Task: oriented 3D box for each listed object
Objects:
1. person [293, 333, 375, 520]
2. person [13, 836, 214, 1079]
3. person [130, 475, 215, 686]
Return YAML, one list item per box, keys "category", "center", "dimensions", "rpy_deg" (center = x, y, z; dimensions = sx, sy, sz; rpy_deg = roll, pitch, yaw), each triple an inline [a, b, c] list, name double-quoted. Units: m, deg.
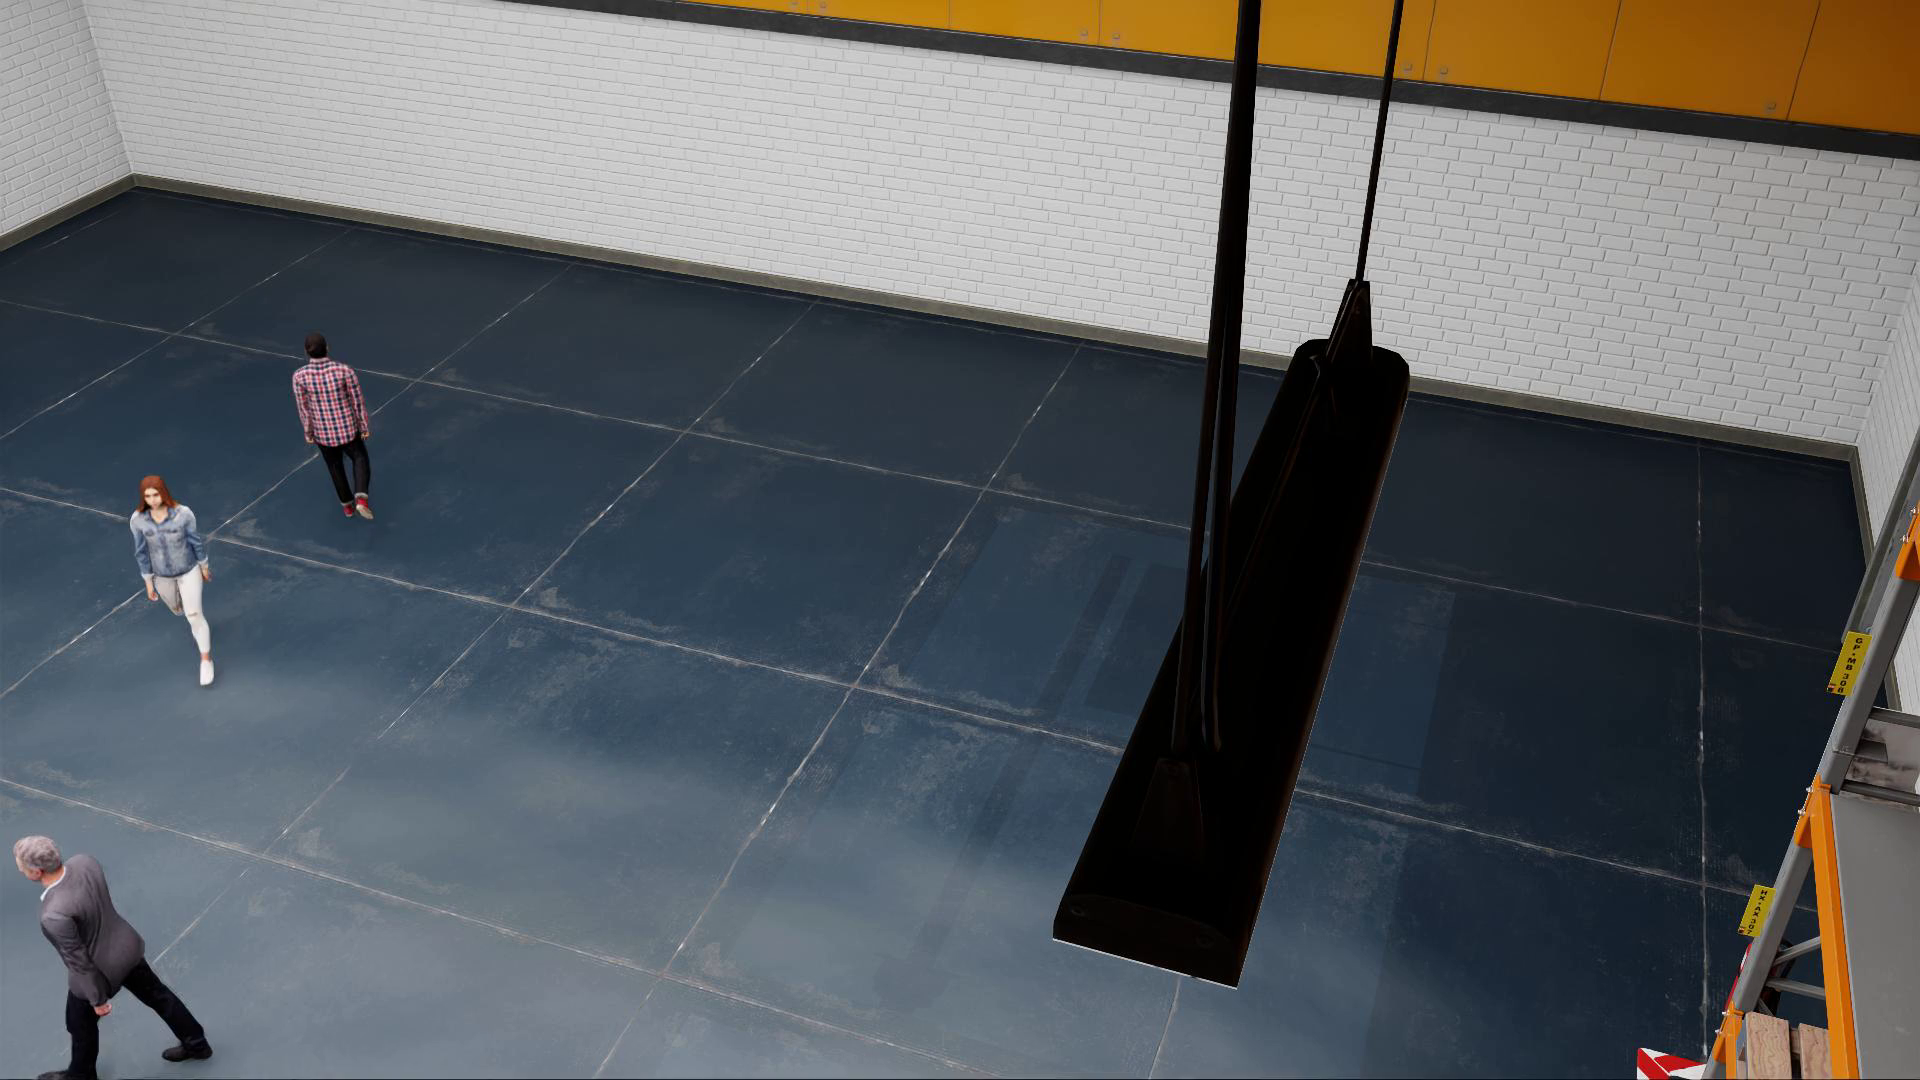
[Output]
- category: "person"
  center: [-5.241, -0.909, 13.967]
  dimensions: [0.929, 1.747, 1.001]
  rpy_deg: [-10, 35, -15]
- category: "person"
  center: [-4.600, 2.314, 9.070]
  dimensions: [1.161, 1.800, 1.226]
  rpy_deg: [-3, 34, -5]
- category: "person"
  center: [-5.810, 0.208, 12.350]
  dimensions: [0.962, 1.676, 1.156]
  rpy_deg: [-6, 34, -9]
